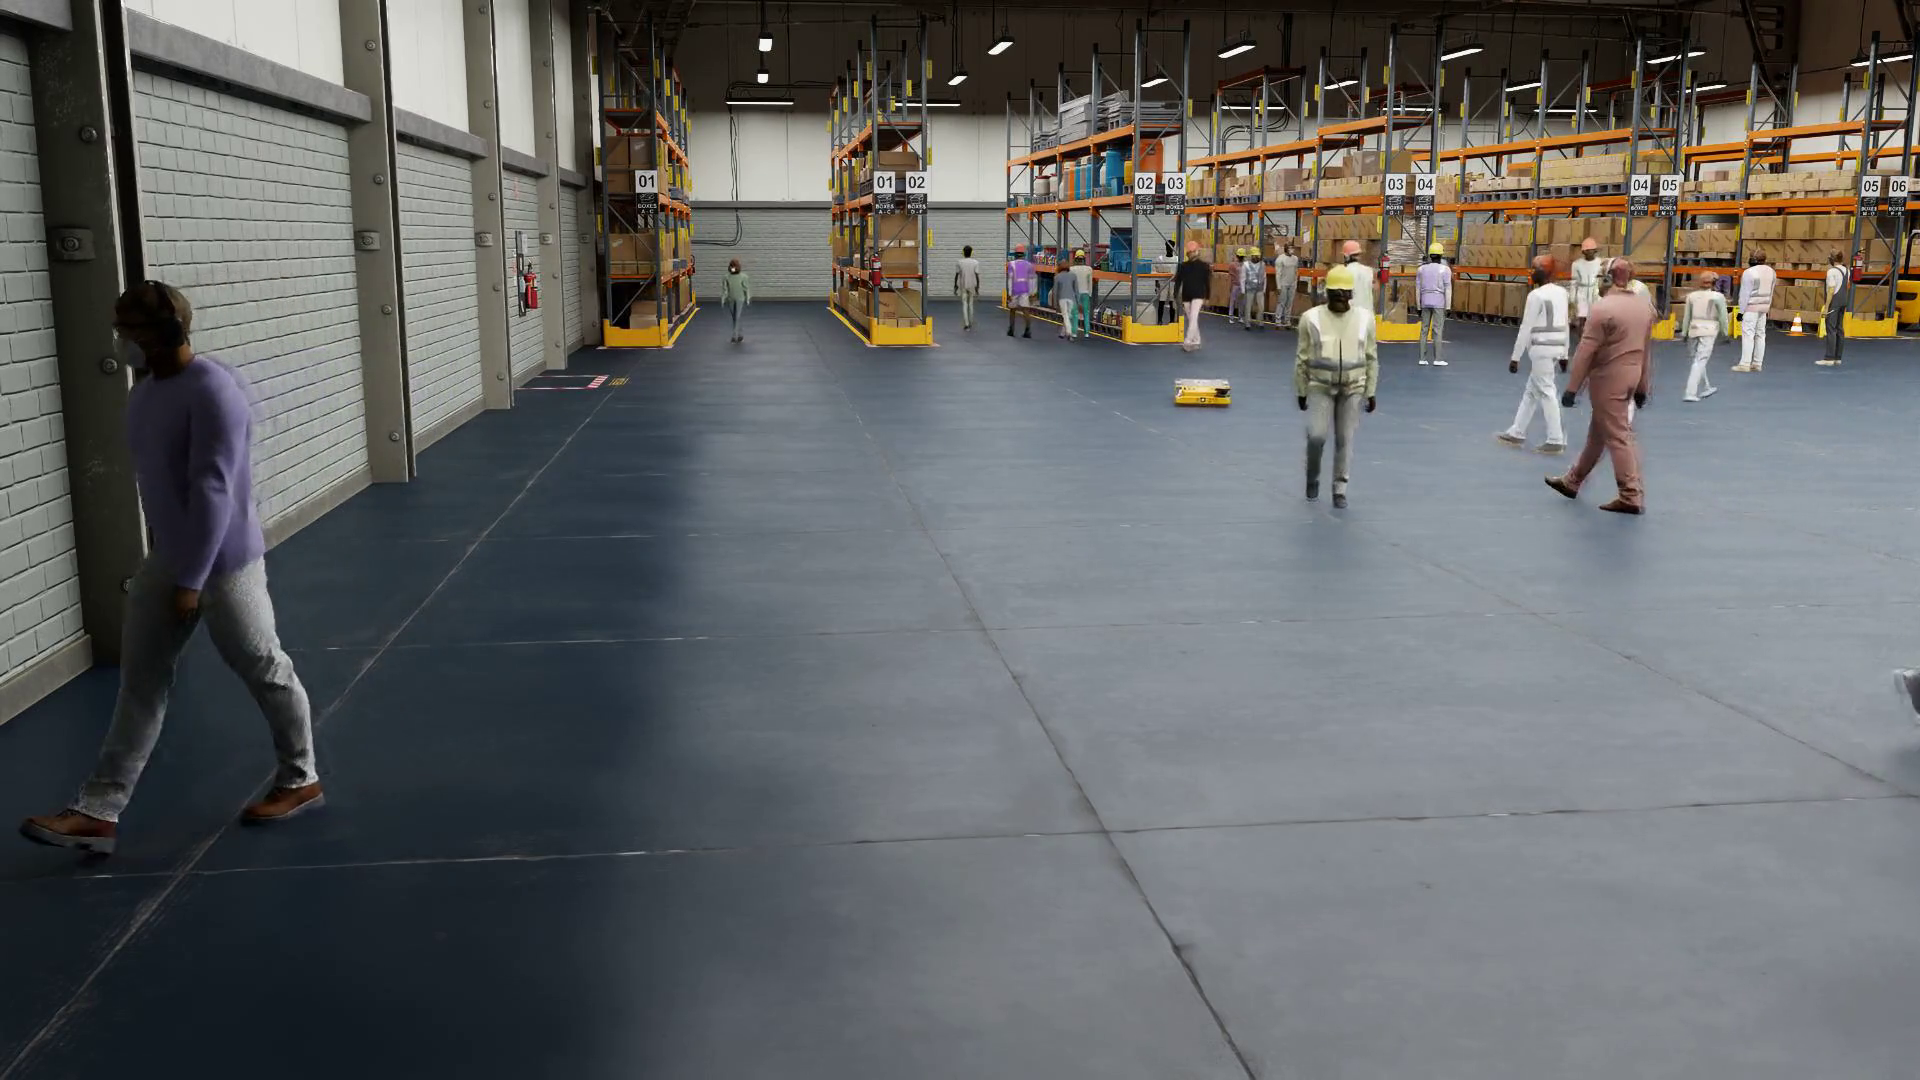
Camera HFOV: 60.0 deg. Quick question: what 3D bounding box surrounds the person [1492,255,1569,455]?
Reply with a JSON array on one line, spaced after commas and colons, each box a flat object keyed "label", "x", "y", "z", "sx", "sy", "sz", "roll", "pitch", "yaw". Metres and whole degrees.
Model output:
[{"label": "person", "x": 5.369, "y": -1.747, "z": 15.682, "sx": 0.611, "sy": 1.848, "sz": 0.894, "roll": -9, "pitch": 14, "yaw": -42}]

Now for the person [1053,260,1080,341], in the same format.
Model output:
[{"label": "person", "x": 2.076, "y": -4.676, "z": 32.465, "sx": 0.522, "sy": 1.585, "sz": 0.860, "roll": -4, "pitch": 11, "yaw": -19}]

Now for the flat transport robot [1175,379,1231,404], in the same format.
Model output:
[{"label": "flat transport robot", "x": 2.992, "y": -1.850, "z": 20.588, "sx": 0.652, "sy": 0.197, "sz": 1.431, "roll": 1, "pitch": 10, "yaw": 7}]

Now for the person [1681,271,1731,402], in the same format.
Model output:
[{"label": "person", "x": 9.273, "y": -2.516, "z": 20.604, "sx": 0.844, "sy": 1.600, "sz": 0.520, "roll": -6, "pitch": 12, "yaw": -29}]

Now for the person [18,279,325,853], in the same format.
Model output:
[{"label": "person", "x": -2.606, "y": 0.103, "z": 5.476, "sx": 0.637, "sy": 1.880, "sz": 1.030, "roll": 7, "pitch": 12, "yaw": 34}]

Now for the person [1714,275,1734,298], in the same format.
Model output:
[{"label": "person", "x": 20.847, "y": -7.207, "z": 45.473, "sx": 0.654, "sy": 1.906, "sz": 0.406, "roll": 2, "pitch": 11, "yaw": 12}]

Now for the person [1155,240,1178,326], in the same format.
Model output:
[{"label": "person", "x": 4.503, "y": -5.492, "z": 35.923, "sx": 0.604, "sy": 1.959, "sz": 0.378, "roll": -1, "pitch": 10, "yaw": -4}]

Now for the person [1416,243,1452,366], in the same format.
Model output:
[{"label": "person", "x": 7.469, "y": -3.709, "z": 26.229, "sx": 0.587, "sy": 1.930, "sz": 0.355, "roll": 9, "pitch": 13, "yaw": 40}]

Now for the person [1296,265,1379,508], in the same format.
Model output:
[{"label": "person", "x": 2.829, "y": -1.142, "z": 12.473, "sx": 0.598, "sy": 1.819, "sz": 0.423, "roll": 1, "pitch": 10, "yaw": 4}]

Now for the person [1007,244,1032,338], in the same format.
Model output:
[{"label": "person", "x": 1.222, "y": -5.036, "z": 33.651, "sx": 0.546, "sy": 1.892, "sz": 1.009, "roll": -3, "pitch": 11, "yaw": -17}]

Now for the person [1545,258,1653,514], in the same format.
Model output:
[{"label": "person", "x": 4.757, "y": -1.165, "z": 12.453, "sx": 0.664, "sy": 1.859, "sz": 0.990, "roll": -8, "pitch": 13, "yaw": -36}]

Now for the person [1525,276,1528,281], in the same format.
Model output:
[{"label": "person", "x": 17.253, "y": -7.907, "z": 50.145, "sx": 0.612, "sy": 1.602, "sz": 0.551, "roll": 4, "pitch": 11, "yaw": 21}]

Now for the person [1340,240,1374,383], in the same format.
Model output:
[{"label": "person", "x": 5.318, "y": -3.046, "z": 22.455, "sx": 0.639, "sy": 1.977, "sz": 0.534, "roll": -4, "pitch": 11, "yaw": -23}]

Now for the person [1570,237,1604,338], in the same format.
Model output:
[{"label": "person", "x": 10.651, "y": -4.104, "z": 28.170, "sx": 0.623, "sy": 2.016, "sz": 0.541, "roll": 6, "pitch": 12, "yaw": 30}]

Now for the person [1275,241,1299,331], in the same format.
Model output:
[{"label": "person", "x": 7.075, "y": -5.489, "z": 36.015, "sx": 0.629, "sy": 1.930, "sz": 0.378, "roll": -7, "pitch": 13, "yaw": -35}]

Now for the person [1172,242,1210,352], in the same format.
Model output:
[{"label": "person", "x": 4.083, "y": -4.299, "z": 29.456, "sx": 0.636, "sy": 1.934, "sz": 1.050, "roll": 6, "pitch": 12, "yaw": 31}]

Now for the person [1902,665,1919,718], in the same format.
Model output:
[{"label": "person", "x": 4.154, "y": 0.013, "z": 6.433, "sx": 0.707, "sy": 1.723, "sz": 0.498, "roll": 4, "pitch": 11, "yaw": 20}]

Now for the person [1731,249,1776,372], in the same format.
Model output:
[{"label": "person", "x": 11.985, "y": -3.466, "z": 25.136, "sx": 0.629, "sy": 1.846, "sz": 0.429, "roll": -5, "pitch": 11, "yaw": -26}]

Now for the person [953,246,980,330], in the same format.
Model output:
[{"label": "person", "x": 0.138, "y": -5.517, "z": 36.455, "sx": 0.545, "sy": 1.817, "sz": 0.999, "roll": -1, "pitch": 10, "yaw": -8}]

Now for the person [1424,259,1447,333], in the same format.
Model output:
[{"label": "person", "x": 10.070, "y": -5.327, "z": 35.295, "sx": 0.553, "sy": 1.858, "sz": 0.402, "roll": 1, "pitch": 10, "yaw": 4}]

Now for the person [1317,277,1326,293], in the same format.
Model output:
[{"label": "person", "x": 10.754, "y": -7.784, "z": 49.412, "sx": 0.530, "sy": 1.627, "sz": 0.363, "roll": -1, "pitch": 10, "yaw": -3}]

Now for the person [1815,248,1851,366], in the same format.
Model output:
[{"label": "person", "x": 13.791, "y": -3.667, "z": 26.247, "sx": 0.505, "sy": 1.842, "sz": 0.349, "roll": -6, "pitch": 12, "yaw": -31}]

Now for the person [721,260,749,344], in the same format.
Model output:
[{"label": "person", "x": -4.288, "y": -4.545, "z": 31.742, "sx": 0.517, "sy": 1.587, "sz": 0.850, "roll": 3, "pitch": 11, "yaw": 15}]

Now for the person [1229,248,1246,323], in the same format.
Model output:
[{"label": "person", "x": 6.558, "y": -5.962, "z": 39.054, "sx": 0.524, "sy": 1.760, "sz": 0.327, "roll": -3, "pitch": 11, "yaw": -15}]

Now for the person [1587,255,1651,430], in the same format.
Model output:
[{"label": "person", "x": 6.923, "y": -2.076, "z": 17.559, "sx": 0.632, "sy": 1.838, "sz": 0.430, "roll": 10, "pitch": 14, "yaw": 44}]

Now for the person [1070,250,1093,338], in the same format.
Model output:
[{"label": "person", "x": 2.401, "y": -4.920, "z": 33.321, "sx": 0.524, "sy": 1.769, "sz": 0.309, "roll": -2, "pitch": 11, "yaw": -13}]

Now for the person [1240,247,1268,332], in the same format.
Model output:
[{"label": "person", "x": 6.304, "y": -5.327, "z": 35.449, "sx": 0.631, "sy": 1.796, "sz": 0.818, "roll": -2, "pitch": 11, "yaw": -13}]
